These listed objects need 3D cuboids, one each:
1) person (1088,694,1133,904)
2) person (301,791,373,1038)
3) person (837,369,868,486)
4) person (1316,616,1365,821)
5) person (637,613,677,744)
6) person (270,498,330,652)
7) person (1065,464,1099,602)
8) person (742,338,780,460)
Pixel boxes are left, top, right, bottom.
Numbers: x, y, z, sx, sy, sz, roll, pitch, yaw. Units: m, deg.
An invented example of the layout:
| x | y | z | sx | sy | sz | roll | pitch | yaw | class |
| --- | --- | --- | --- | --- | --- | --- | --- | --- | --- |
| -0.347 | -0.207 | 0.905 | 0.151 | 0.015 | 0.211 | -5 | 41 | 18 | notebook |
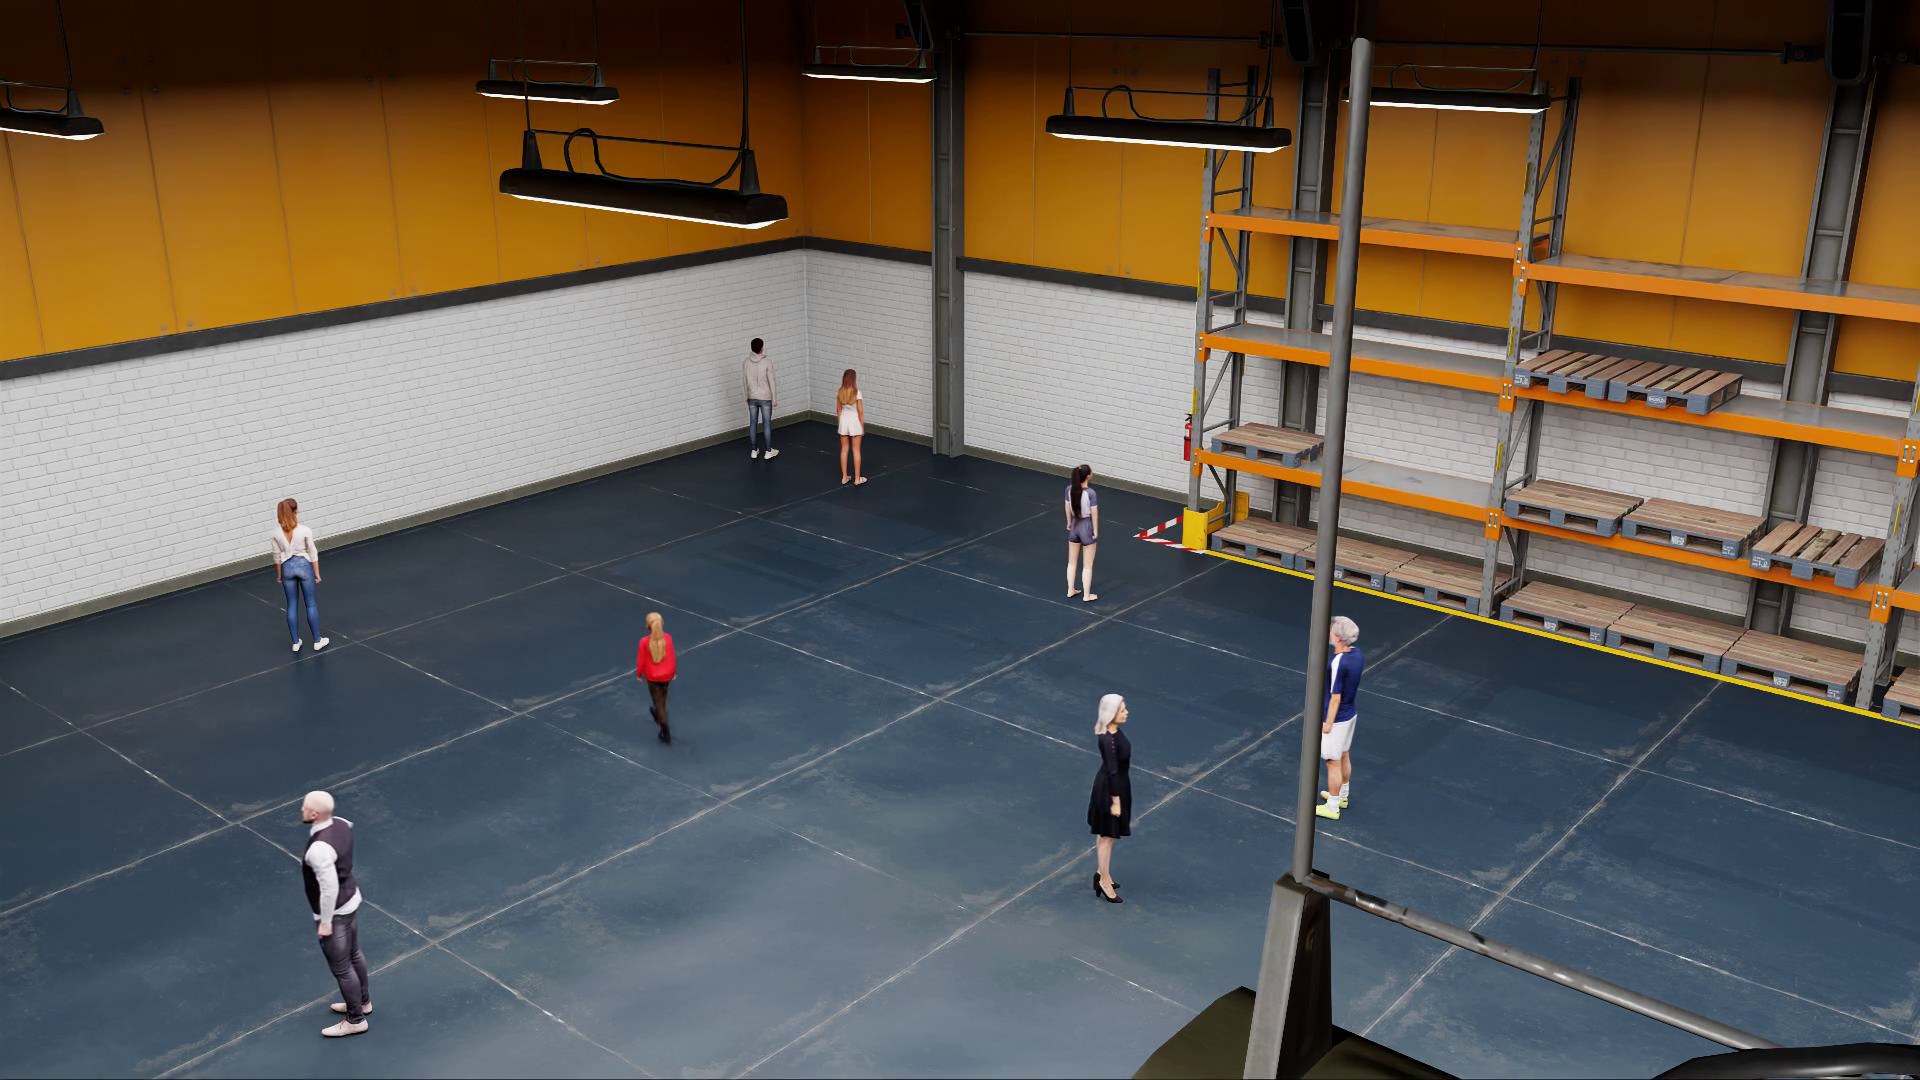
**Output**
| x | y | z | sx | sy | sz | roll | pitch | yaw | class |
| --- | --- | --- | --- | --- | --- | --- | --- | --- | --- |
| 1.201 | 2.022 | 13.172 | 0.746 | 1.746 | 0.706 | 1 | 19 | 2 | person |
| -4.309 | 2.559 | 11.466 | 0.828 | 1.818 | 0.762 | -2 | 19 | -6 | person |
| -1.597 | -1.655 | 24.170 | 0.578 | 1.696 | 0.688 | 8 | 20 | 23 | person |
| 3.301 | 1.529 | 14.493 | 0.591 | 1.839 | 0.659 | 12 | 22 | 31 | person |
| -2.883 | 1.338 | 15.981 | 0.701 | 1.249 | 0.946 | -10 | 21 | -28 | person |
| -7.219 | 0.370 | 18.120 | 0.681 | 1.719 | 0.739 | -2 | 19 | -5 | person |
| 1.437 | -0.097 | 19.616 | 0.435 | 1.650 | 0.648 | 15 | 24 | 37 | person |
| -3.080 | -2.180 | 25.482 | 0.680 | 1.853 | 0.811 | 4 | 19 | 12 | person |
